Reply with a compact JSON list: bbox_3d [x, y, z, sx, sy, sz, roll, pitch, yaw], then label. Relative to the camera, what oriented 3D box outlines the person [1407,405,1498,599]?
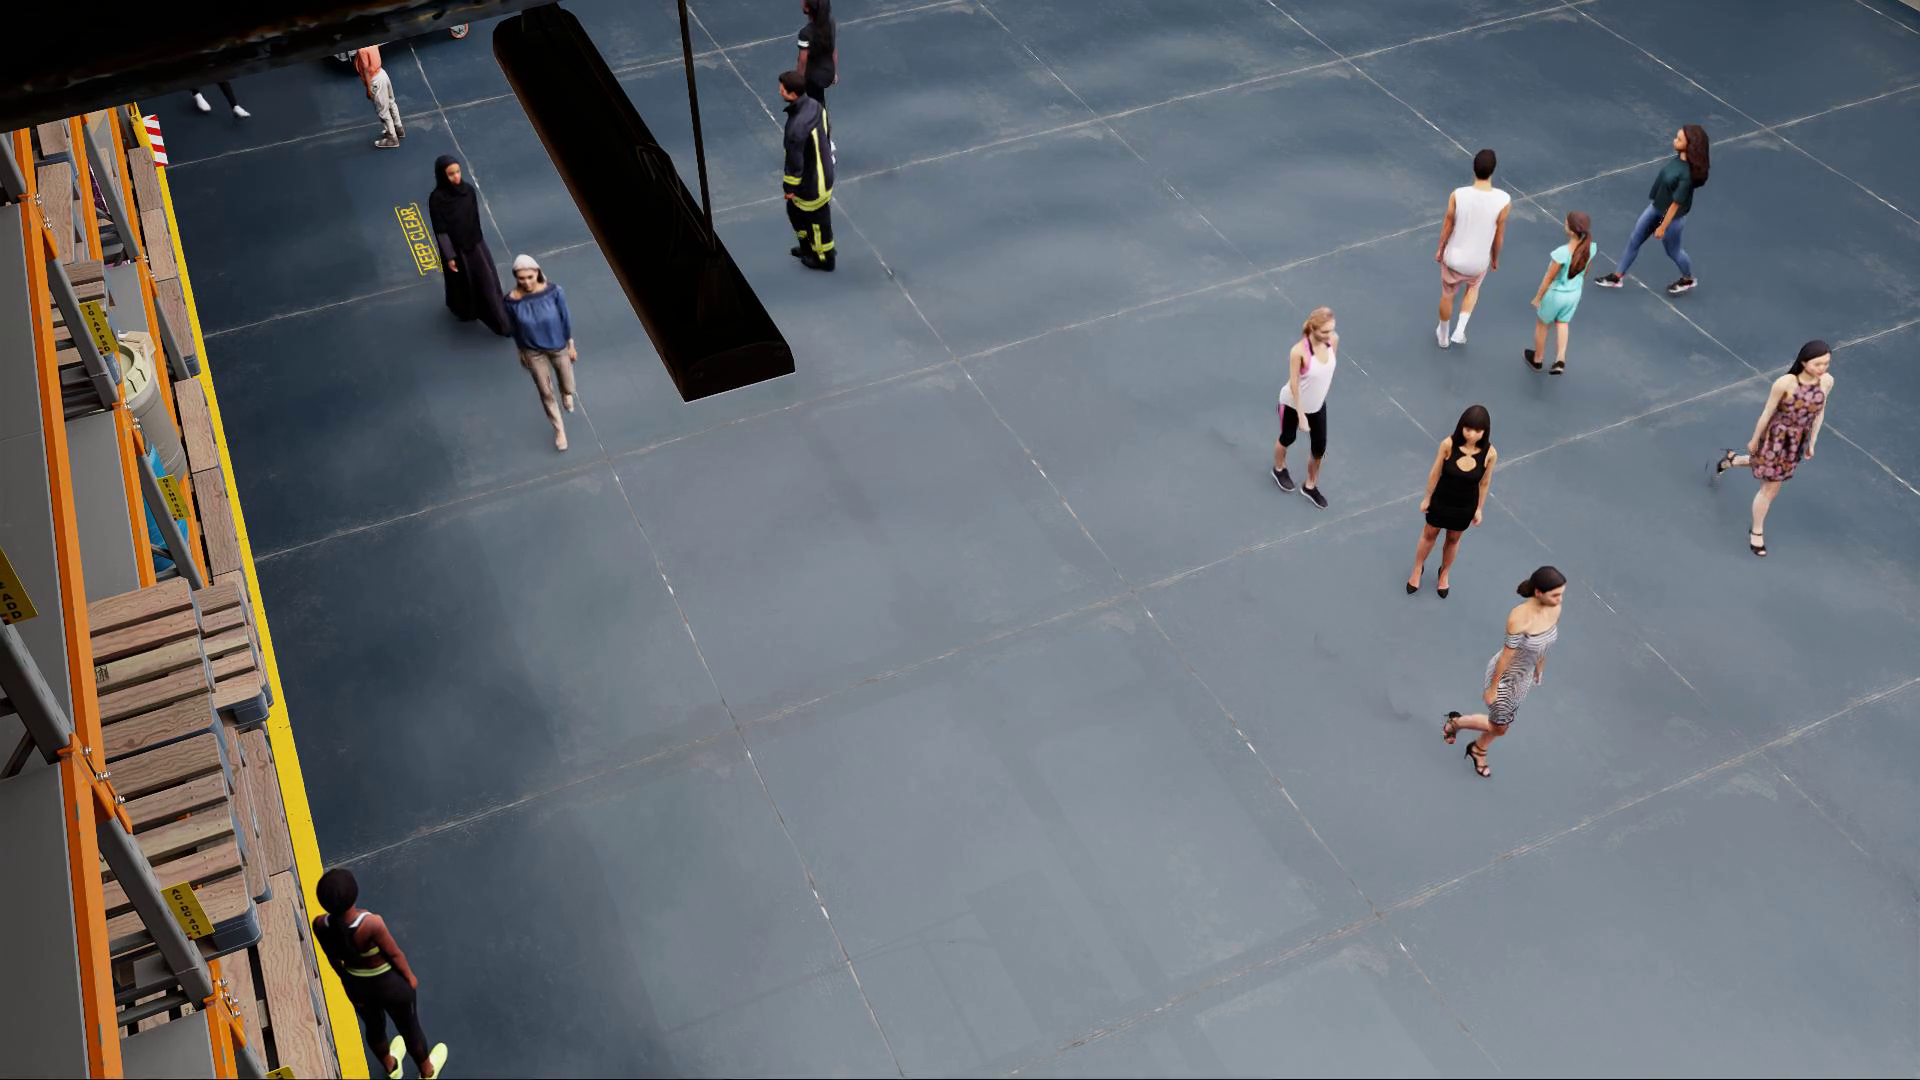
[{"bbox_3d":[3.380,-0.267,11.403,0.626,1.650,0.671,11,45,11],"label":"person"}]

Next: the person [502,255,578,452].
[{"bbox_3d":[-3.157,-1.488,12.657,0.705,1.689,0.854,-10,45,-10],"label":"person"}]

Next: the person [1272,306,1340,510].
[{"bbox_3d":[2.447,-1.053,12.150,0.605,1.758,0.765,-20,47,-20],"label":"person"}]

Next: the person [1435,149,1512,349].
[{"bbox_3d":[4.087,-2.264,13.409,0.830,1.774,0.886,11,45,11],"label":"person"}]

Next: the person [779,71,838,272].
[{"bbox_3d":[-1.195,-3.119,14.210,0.993,1.908,0.892,8,44,8],"label":"person"}]

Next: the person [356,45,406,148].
[{"bbox_3d":[-5.614,-4.429,16.021,0.601,1.307,0.516,4,44,4],"label":"person"}]

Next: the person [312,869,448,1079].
[{"bbox_3d":[-3.033,2.307,8.626,0.639,1.754,0.660,4,44,4],"label":"person"}]

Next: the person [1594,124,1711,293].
[{"bbox_3d":[6.069,-2.733,14.047,1.004,1.574,1.104,3,44,3],"label":"person"}]

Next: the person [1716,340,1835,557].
[{"bbox_3d":[5.796,-0.739,11.827,0.824,1.749,1.151,-6,44,-6],"label":"person"}]

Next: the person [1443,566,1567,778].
[{"bbox_3d":[3.298,0.786,10.183,0.668,1.809,0.755,-25,49,-24],"label":"person"}]

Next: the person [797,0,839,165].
[{"bbox_3d":[-1.258,-4.298,15.581,0.796,1.723,0.756,25,49,24],"label":"person"}]

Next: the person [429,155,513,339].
[{"bbox_3d":[-4.154,-2.460,13.732,0.765,1.613,1.136,-30,51,-27],"label":"person"}]

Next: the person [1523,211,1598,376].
[{"bbox_3d":[4.788,-1.917,13.214,0.661,1.541,0.822,-5,44,-6],"label":"person"}]
